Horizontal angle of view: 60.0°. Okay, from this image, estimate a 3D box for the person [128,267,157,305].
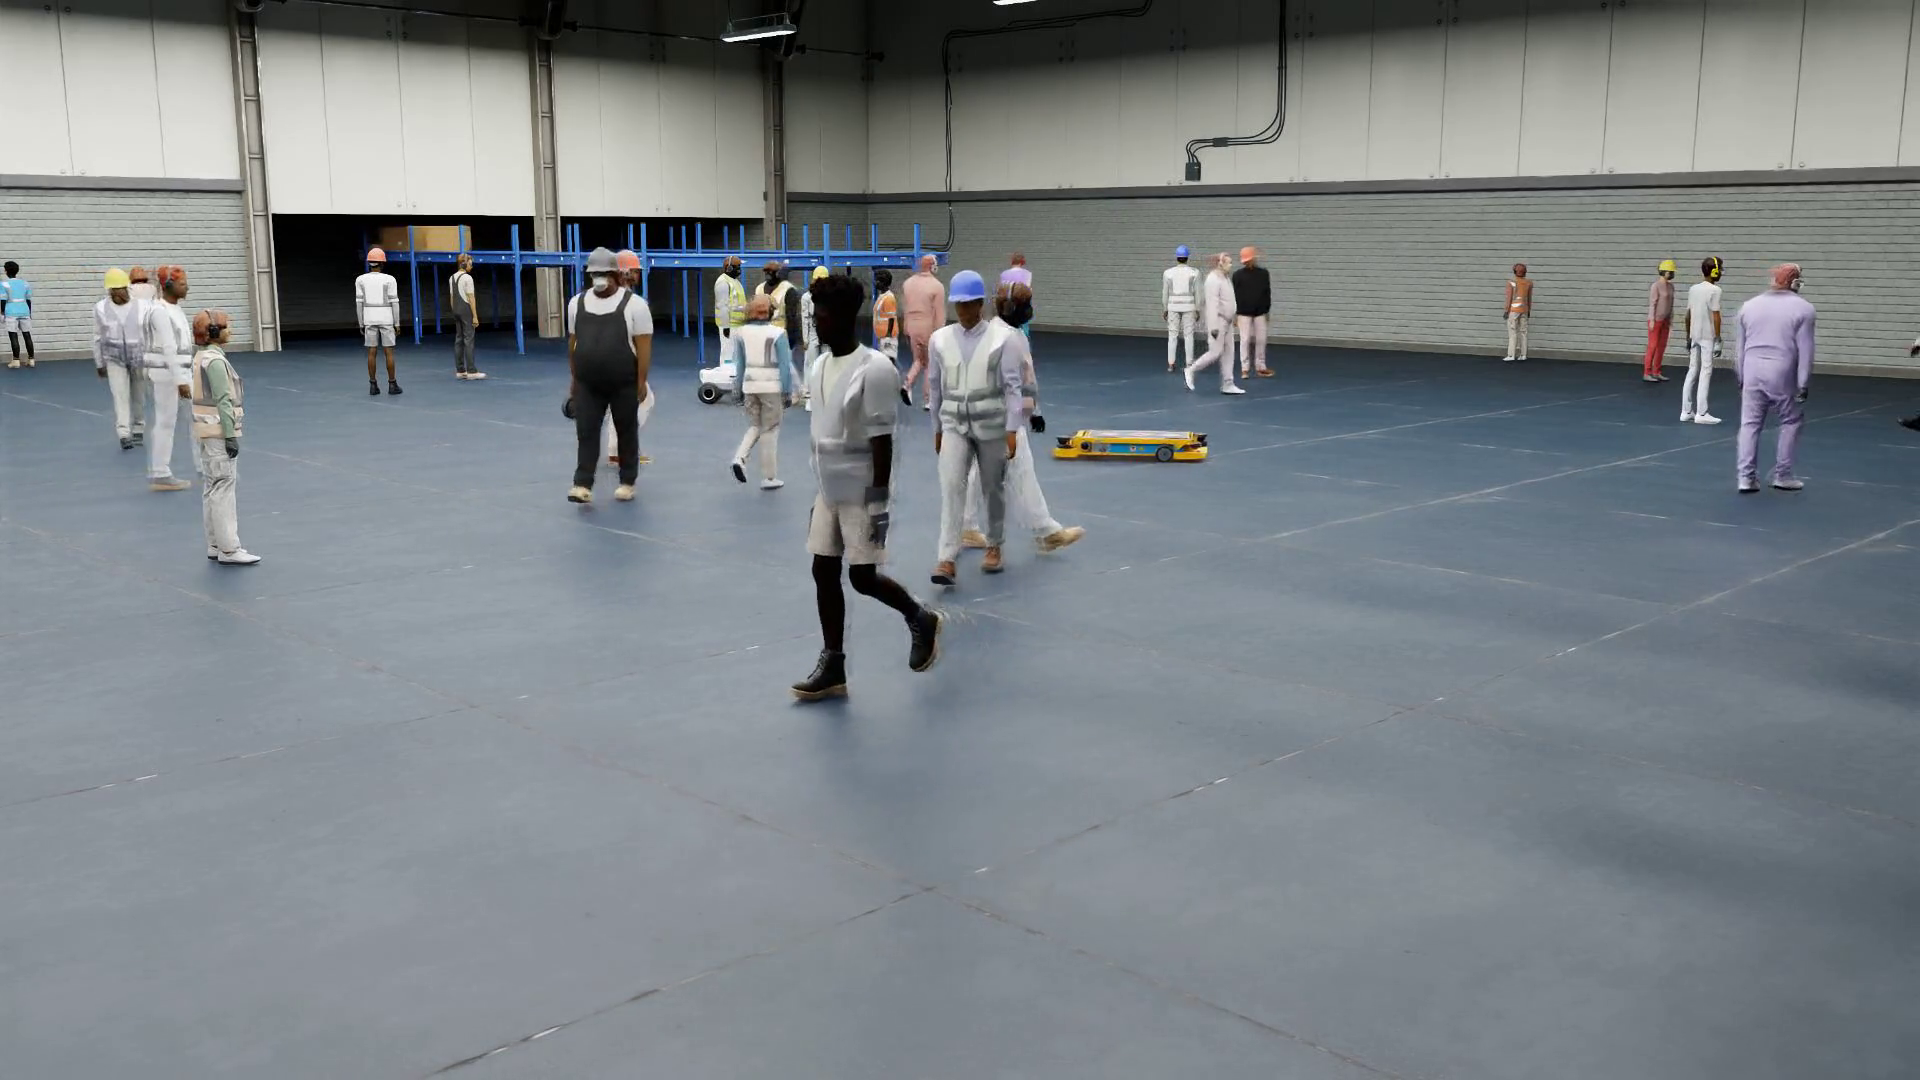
[{"bbox_3d":[-12.382,-3.316,25.217,0.282,1.633,0.498,5,11,25],"label":"person"}]

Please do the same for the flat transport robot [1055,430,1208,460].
[{"bbox_3d":[1.659,-0.924,16.009,1.431,0.197,0.652,2,10,8],"label":"flat transport robot"}]

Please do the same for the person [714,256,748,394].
[{"bbox_3d":[-3.069,-2.896,22.404,0.430,1.835,0.619,2,11,12],"label":"person"}]

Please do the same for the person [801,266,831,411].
[{"bbox_3d":[-1.682,-2.440,20.149,0.487,1.741,0.312,-6,12,-30],"label":"person"}]

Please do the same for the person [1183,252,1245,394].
[{"bbox_3d":[3.419,-2.886,22.168,0.757,1.884,0.652,5,12,28],"label":"person"}]

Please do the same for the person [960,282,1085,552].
[{"bbox_3d":[0.375,-0.823,11.179,0.941,1.790,0.637,2,11,9],"label":"person"}]

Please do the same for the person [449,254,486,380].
[{"bbox_3d":[-7.305,-3.298,24.564,0.506,1.839,0.343,8,13,37],"label":"person"}]

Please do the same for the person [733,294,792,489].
[{"bbox_3d":[-1.654,-1.228,13.851,0.514,1.629,0.416,6,12,31],"label":"person"}]

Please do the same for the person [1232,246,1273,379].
[{"bbox_3d":[4.301,-3.355,24.580,0.663,1.946,0.508,-2,11,-10],"label":"person"}]

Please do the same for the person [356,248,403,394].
[{"bbox_3d":[-7.766,-2.924,22.255,0.552,1.935,0.369,-1,10,-3],"label":"person"}]

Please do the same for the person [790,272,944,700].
[{"bbox_3d":[-0.442,-0.251,7.642,0.687,1.947,0.618,-9,13,-39],"label":"person"}]

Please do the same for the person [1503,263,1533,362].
[{"bbox_3d":[9.383,-3.825,27.982,0.524,1.639,0.308,-4,11,-19],"label":"person"}]

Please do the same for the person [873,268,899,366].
[{"bbox_3d":[-0.938,-2.568,20.969,0.322,1.696,0.530,-3,11,-14],"label":"person"}]

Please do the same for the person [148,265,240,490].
[{"bbox_3d":[-6.435,-1.347,13.884,0.780,1.860,0.580,-1,10,-6],"label":"person"}]

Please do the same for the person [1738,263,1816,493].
[{"bbox_3d":[6.736,-1.332,13.711,0.720,1.877,0.672,-9,14,-40],"label":"person"}]

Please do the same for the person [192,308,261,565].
[{"bbox_3d":[-4.783,-0.667,10.748,0.309,1.645,0.514,-8,13,-36],"label":"person"}]

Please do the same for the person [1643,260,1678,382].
[{"bbox_3d":[10.184,-3.174,24.125,0.521,1.758,0.348,-7,13,-35],"label":"person"}]

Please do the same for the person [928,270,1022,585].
[{"bbox_3d":[0.086,-0.692,10.190,0.621,1.893,1.007,3,11,15],"label":"person"}]

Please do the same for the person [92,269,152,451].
[{"bbox_3d":[-8.315,-1.802,16.588,0.601,1.783,0.864,-5,11,-24],"label":"person"}]

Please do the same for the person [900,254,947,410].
[{"bbox_3d":[-0.433,-2.512,20.135,0.664,1.888,0.490,8,13,38],"label":"person"}]

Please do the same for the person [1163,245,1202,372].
[{"bbox_3d":[3.453,-3.599,25.896,0.605,1.951,0.383,3,11,14],"label":"person"}]

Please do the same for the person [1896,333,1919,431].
[{"bbox_3d":[10.541,-2.120,17.959,0.922,1.893,0.574,0,10,-2],"label":"person"}]

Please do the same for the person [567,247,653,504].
[{"bbox_3d":[-2.798,-1.268,13.058,0.703,2.000,0.901,1,10,5],"label":"person"}]

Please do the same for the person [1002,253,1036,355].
[{"bbox_3d":[1.002,-4.014,28.558,0.583,1.795,0.985,5,11,25],"label":"person"}]

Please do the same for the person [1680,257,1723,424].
[{"bbox_3d":[8.433,-2.265,18.847,0.309,1.868,0.535,-3,11,-16],"label":"person"}]

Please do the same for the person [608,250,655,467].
[{"bbox_3d":[-3.018,-1.649,15.206,0.547,1.970,0.638,-3,11,-16],"label":"person"}]

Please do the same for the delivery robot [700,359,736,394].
[{"bbox_3d":[-2.949,-2.071,21.236,0.707,0.478,0.477,0,10,-1],"label":"delivery robot"}]

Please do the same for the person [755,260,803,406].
[{"bbox_3d":[-2.244,-2.526,20.424,0.635,1.817,0.805,6,12,31],"label":"person"}]

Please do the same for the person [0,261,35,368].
[{"bbox_3d":[-15.110,-3.605,26.620,0.316,1.696,0.542,5,12,27],"label":"person"}]
